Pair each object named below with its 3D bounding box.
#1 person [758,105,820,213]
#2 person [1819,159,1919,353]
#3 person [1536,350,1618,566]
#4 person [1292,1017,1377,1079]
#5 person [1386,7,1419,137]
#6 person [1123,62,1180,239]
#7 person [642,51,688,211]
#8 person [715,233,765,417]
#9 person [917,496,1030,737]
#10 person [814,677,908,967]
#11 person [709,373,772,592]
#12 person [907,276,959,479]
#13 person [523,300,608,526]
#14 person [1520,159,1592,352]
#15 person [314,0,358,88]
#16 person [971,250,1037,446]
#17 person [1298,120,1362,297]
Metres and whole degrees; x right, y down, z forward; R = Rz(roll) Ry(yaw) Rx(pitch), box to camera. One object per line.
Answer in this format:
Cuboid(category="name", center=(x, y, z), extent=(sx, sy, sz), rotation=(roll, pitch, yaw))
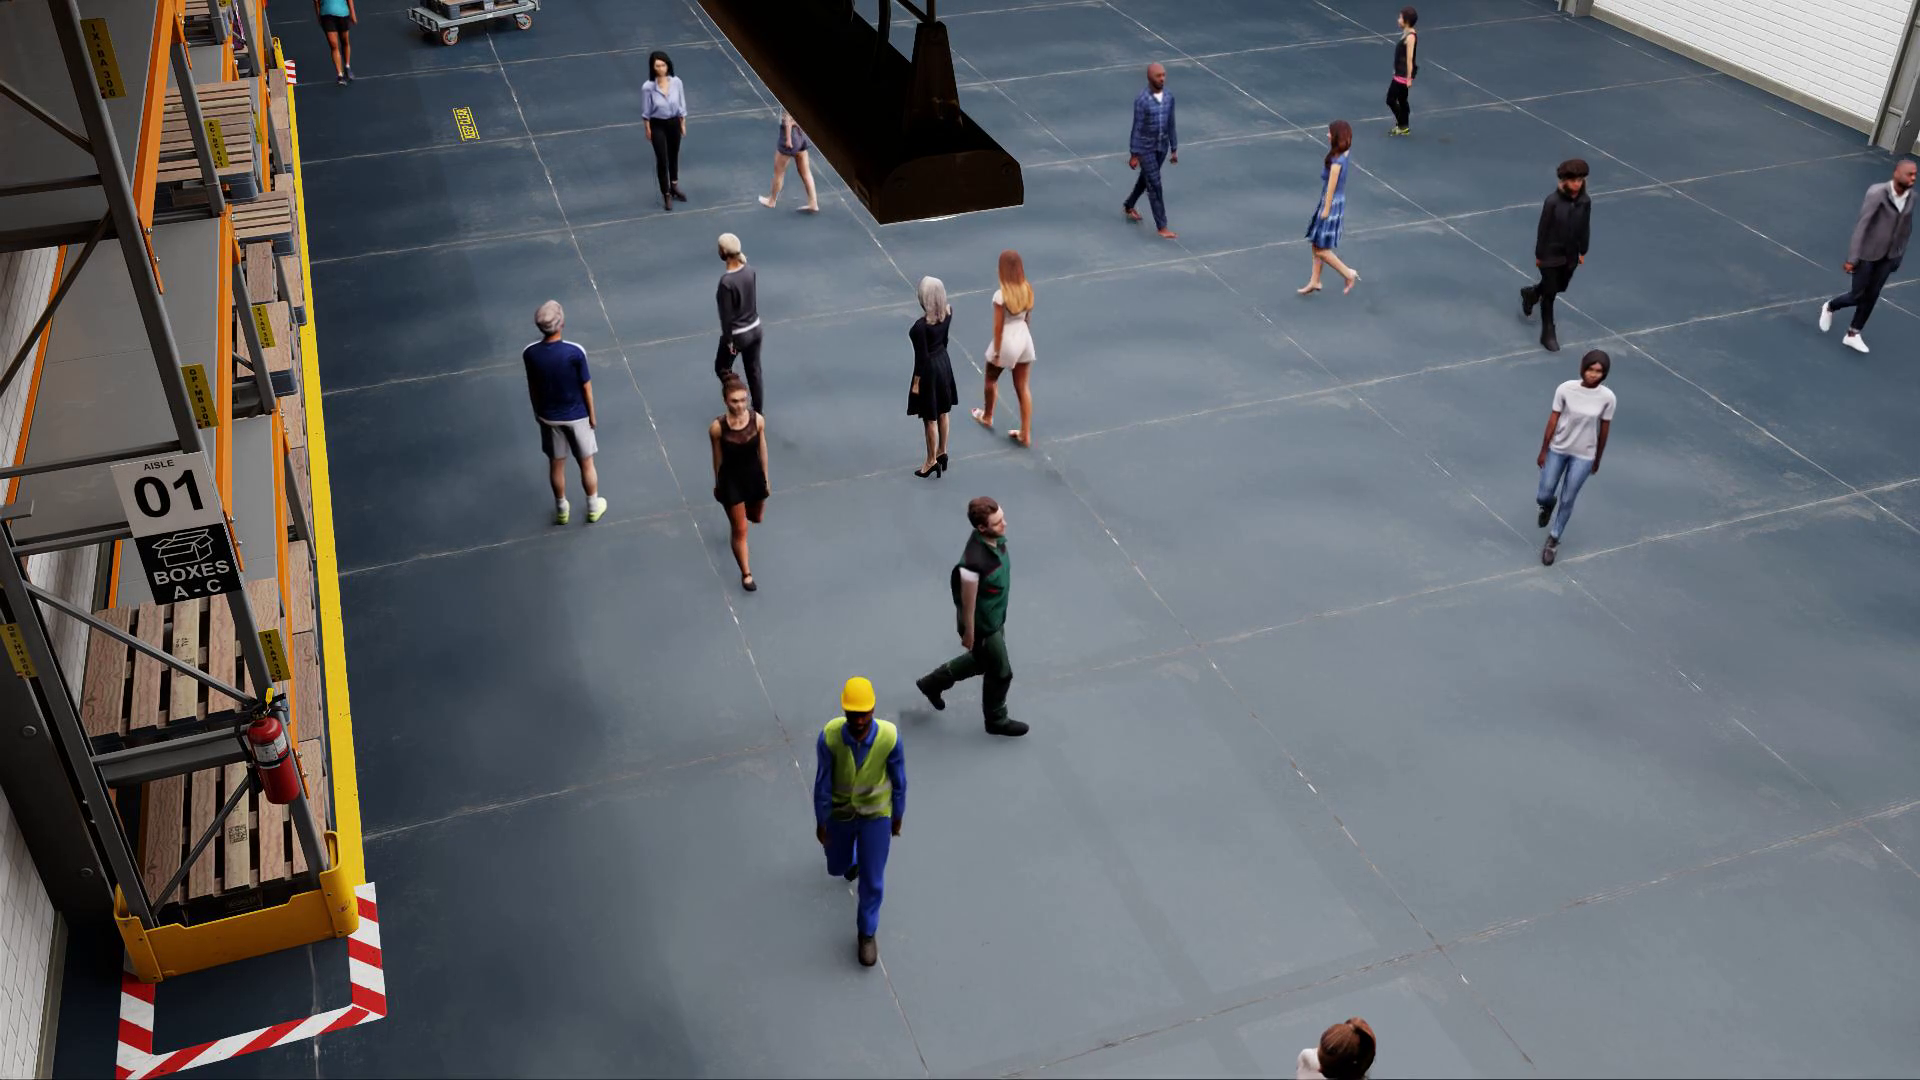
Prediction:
Cuboid(category="person", center=(-1.706, -4.272, 17.832), extent=(1.009, 1.623, 0.934), rotation=(15, 36, 21))
Cuboid(category="person", center=(8.300, -2.633, 15.199), extent=(0.802, 1.809, 0.867), rotation=(-6, 34, -9))
Cuboid(category="person", center=(4.523, -0.663, 12.318), extent=(0.848, 1.716, 0.918), rotation=(12, 36, 18))
Cuboid(category="person", center=(1.579, 2.687, 7.263), extent=(0.722, 1.733, 0.554), rotation=(-21, 39, -29))
Cuboid(category="person", center=(5.387, -5.565, 19.857), extent=(0.744, 1.536, 0.660), rotation=(8, 34, 12))
Cuboid(category="person", center=(1.963, -4.133, 17.488), extent=(0.911, 1.773, 1.238), rotation=(-22, 40, -30))
Cuboid(category="person", center=(-3.207, -4.487, 18.067), extent=(0.712, 1.722, 0.847), rotation=(-21, 39, -28))
Cuboid(category="person", center=(-1.775, -1.728, 13.922), extent=(0.733, 1.715, 0.711), rotation=(26, 42, 33))
Cuboid(category="person", center=(0.073, 0.479, 10.504), extent=(1.016, 1.823, 1.052), rotation=(6, 34, 9))
Cuboid(category="person", center=(-0.557, 1.436, 9.088), extent=(0.903, 1.797, 1.119), rotation=(1, 34, 1))
Cuboid(category="person", center=(-1.607, -0.471, 12.081), extent=(0.595, 1.660, 0.922), rotation=(-13, 36, -19))
Cuboid(category="person", center=(-0.227, -1.299, 13.248), extent=(0.741, 1.747, 0.697), rotation=(19, 38, 26))
Cuboid(category="person", center=(-3.017, -0.951, 12.644), extent=(0.709, 1.836, 0.685), rotation=(0, 34, 0))
Cuboid(category="person", center=(5.483, -2.675, 15.316), extent=(0.729, 1.749, 1.135), rotation=(-5, 34, -8))
Cuboid(category="person", center=(-8.097, -6.825, 21.561), extent=(0.654, 1.747, 0.994), rotation=(-11, 35, -16))
Cuboid(category="person", center=(0.475, -1.538, 13.683), extent=(0.745, 1.662, 0.983), rotation=(-22, 39, -29))
Cuboid(category="person", center=(3.610, -3.114, 15.942), extent=(0.960, 1.788, 0.919), rotation=(10, 35, 15))
